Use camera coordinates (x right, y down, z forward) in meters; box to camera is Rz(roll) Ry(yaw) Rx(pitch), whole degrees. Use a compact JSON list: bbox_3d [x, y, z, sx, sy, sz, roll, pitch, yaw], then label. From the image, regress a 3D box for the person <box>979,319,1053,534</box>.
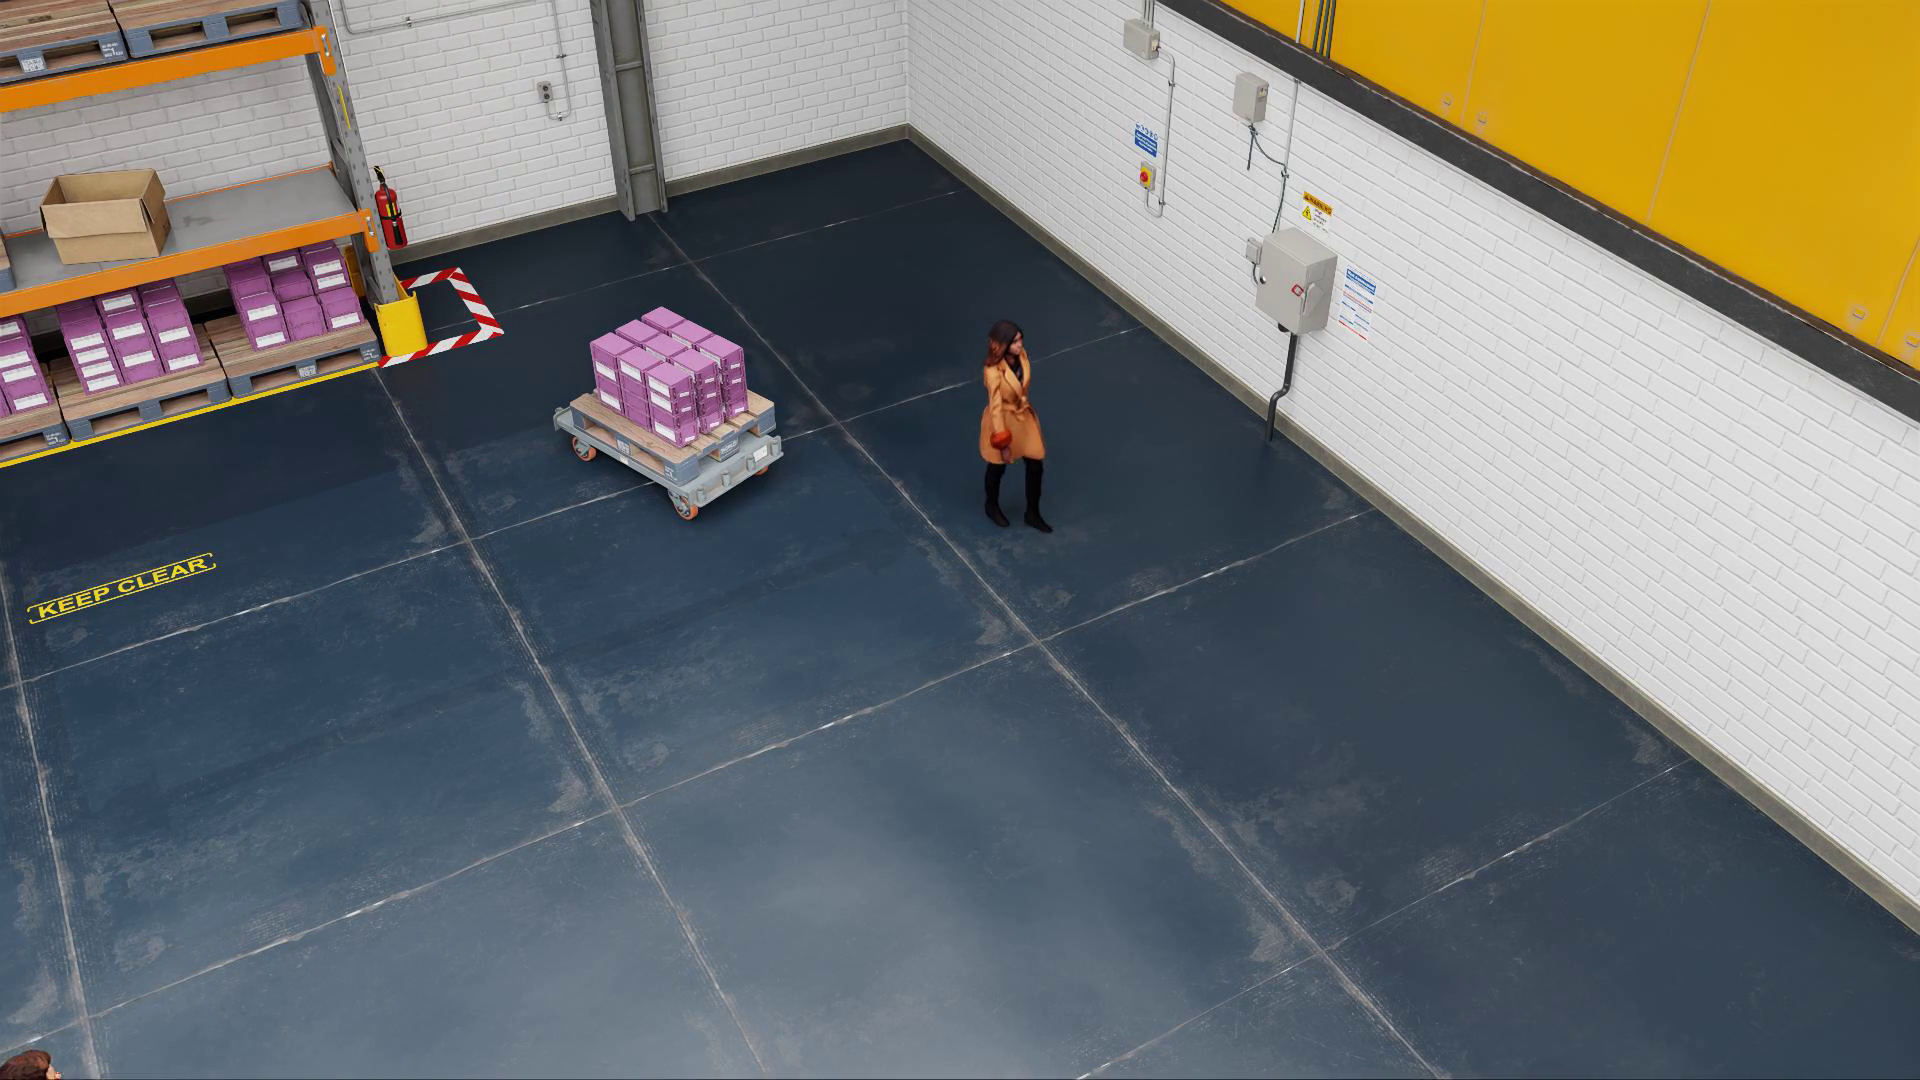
[{"bbox_3d":[0.262,-0.807,11.722,0.863,1.708,0.807,32,48,33],"label":"person"}]
